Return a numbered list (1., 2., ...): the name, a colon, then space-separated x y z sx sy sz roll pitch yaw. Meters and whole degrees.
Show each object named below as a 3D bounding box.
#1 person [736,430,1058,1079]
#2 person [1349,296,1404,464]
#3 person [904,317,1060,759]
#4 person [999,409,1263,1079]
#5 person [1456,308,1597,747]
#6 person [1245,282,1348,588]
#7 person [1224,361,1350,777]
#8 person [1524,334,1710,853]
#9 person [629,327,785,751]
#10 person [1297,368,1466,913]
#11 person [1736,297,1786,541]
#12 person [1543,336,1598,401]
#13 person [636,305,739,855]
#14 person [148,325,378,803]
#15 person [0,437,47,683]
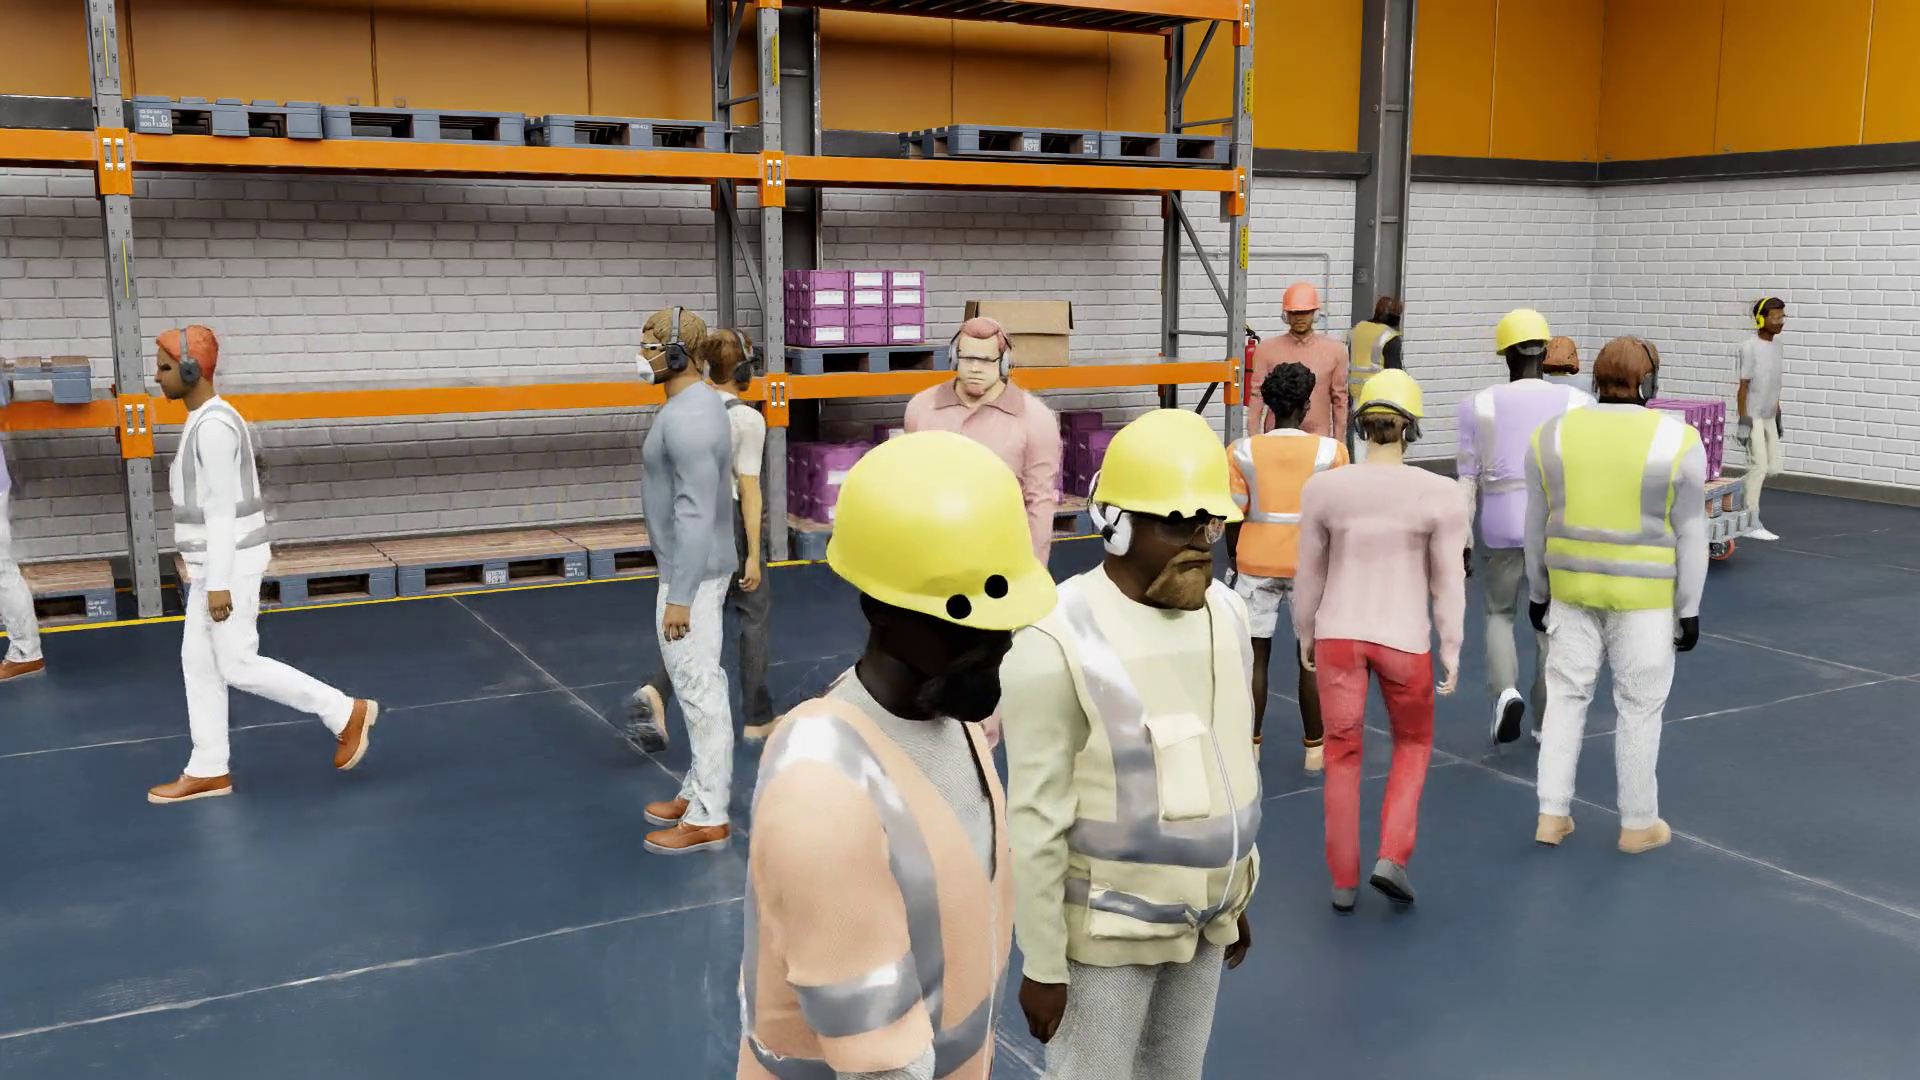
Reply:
1. person: -0.003 0.795 2.128 0.936 1.872 0.600 3 10 18
2. person: 3.759 -1.287 15.045 0.446 1.811 0.685 -5 11 -28
3. person: 0.040 0.088 6.413 0.667 1.882 0.434 3 10 18
4. person: 0.335 0.672 3.021 0.601 1.827 0.404 -9 13 -43
5. person: 2.428 -0.030 7.092 0.628 1.903 0.592 3 10 16
6. person: 2.134 -0.648 10.621 0.635 1.970 0.600 3 10 16
7. person: 1.325 0.124 6.777 0.530 1.693 0.321 3 10 16
8. person: 2.322 0.195 5.904 0.628 1.845 0.429 7 12 38
9. person: -1.043 0.014 7.059 0.521 1.827 0.762 8 12 39
10. person: 1.340 0.328 5.357 0.547 1.744 0.426 4 10 22
11. person: 6.092 -0.930 12.749 0.538 1.843 0.533 -7 11 -35
12. person: 3.870 -0.505 10.799 0.531 1.626 0.323 7 12 37
13. person: -0.975 0.142 5.923 0.373 1.940 0.629 -1 9 -8
14. person: -2.780 0.089 6.501 0.771 1.860 0.581 -6 11 -31
15. person: -4.929 -0.187 8.036 0.888 1.900 0.650 -8 12 -41
